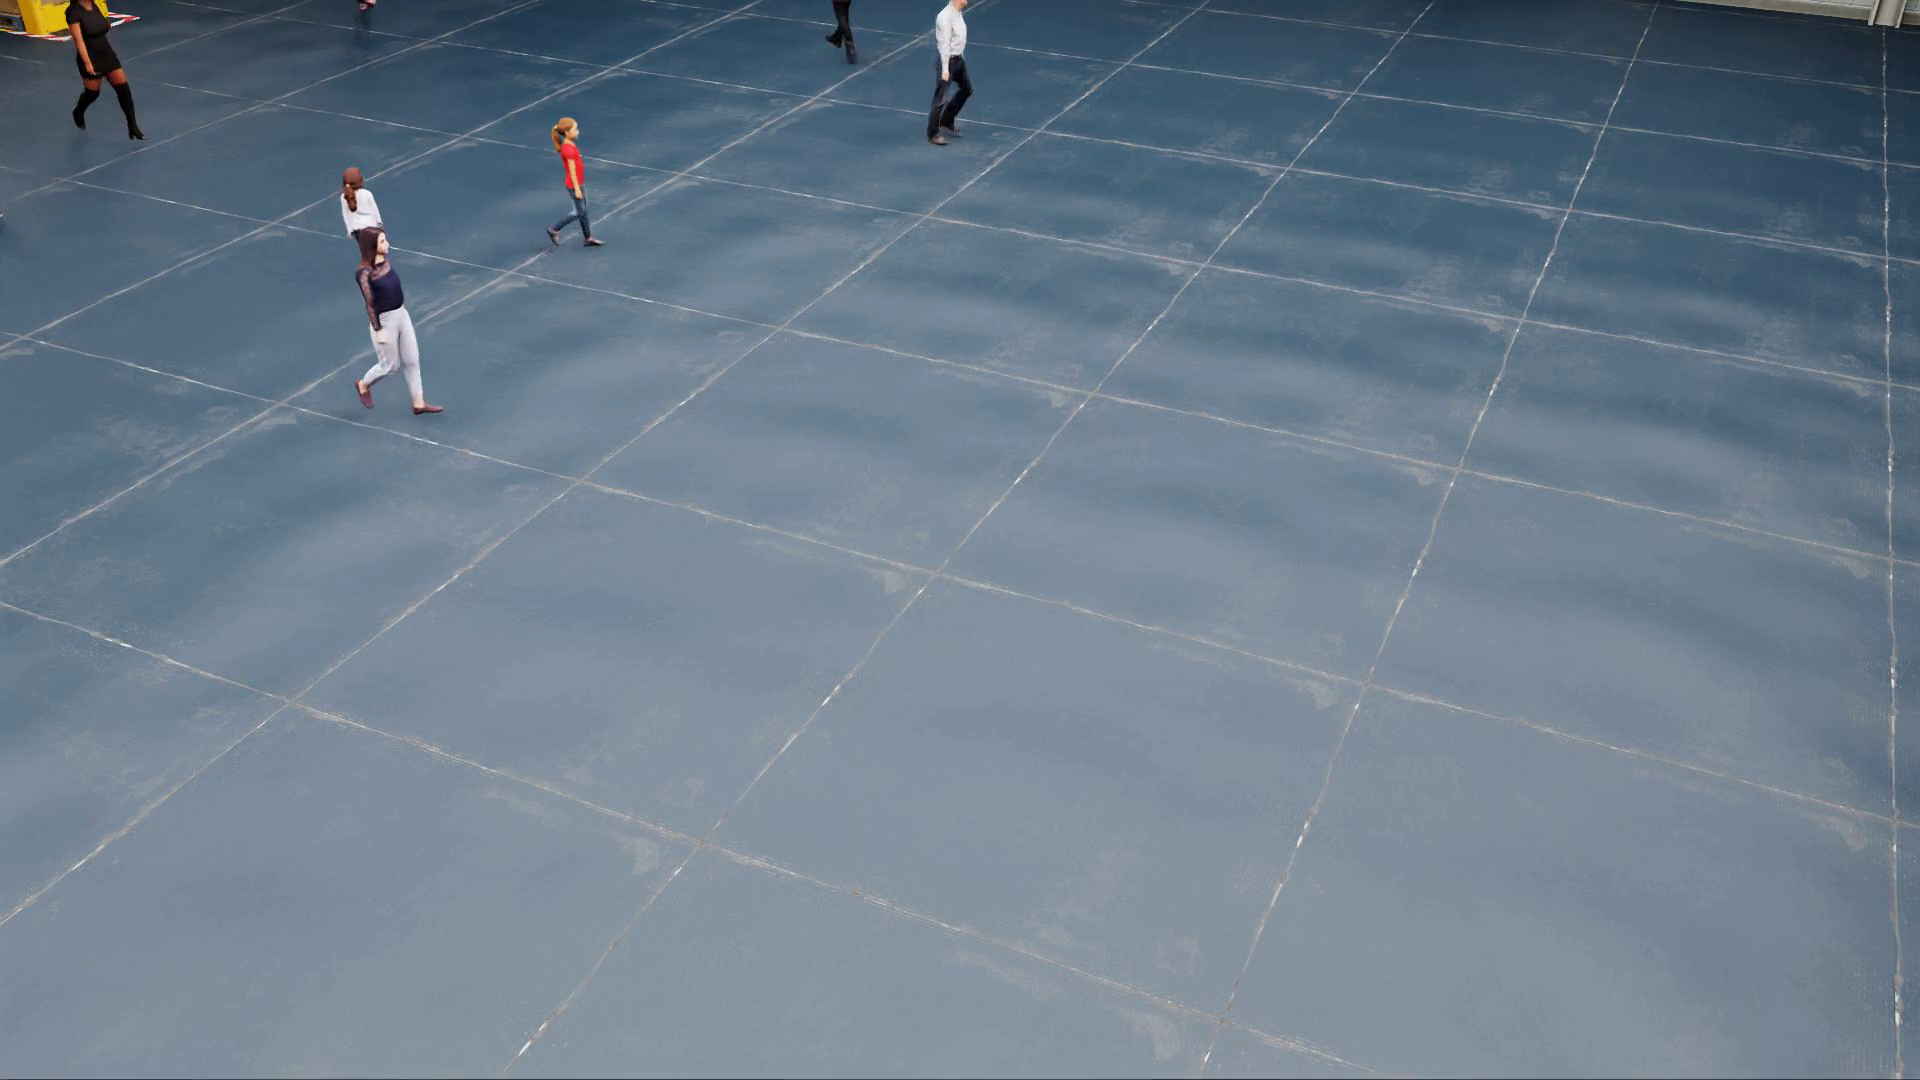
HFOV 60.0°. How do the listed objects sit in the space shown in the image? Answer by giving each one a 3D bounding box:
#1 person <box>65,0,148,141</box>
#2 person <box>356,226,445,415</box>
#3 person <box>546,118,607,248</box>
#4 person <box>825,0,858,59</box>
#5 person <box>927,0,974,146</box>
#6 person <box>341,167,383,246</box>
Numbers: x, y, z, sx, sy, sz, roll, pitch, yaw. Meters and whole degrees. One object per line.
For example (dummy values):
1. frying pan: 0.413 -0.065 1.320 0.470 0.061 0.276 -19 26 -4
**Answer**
1. person: -9.779 -5.375 18.706 1.126 1.818 0.642 13 34 19
2. person: -4.528 -1.681 13.062 0.967 1.591 0.747 5 33 8
3. person: -3.794 -3.438 16.120 0.839 1.300 0.705 -4 32 -6
4. person: -1.503 -7.145 21.587 1.061 1.738 1.250 -16 36 -24
5. person: -0.155 -5.407 18.780 0.706 1.793 0.723 16 36 24
6. person: -5.560 -2.904 15.474 0.734 1.087 0.707 -2 32 -3
